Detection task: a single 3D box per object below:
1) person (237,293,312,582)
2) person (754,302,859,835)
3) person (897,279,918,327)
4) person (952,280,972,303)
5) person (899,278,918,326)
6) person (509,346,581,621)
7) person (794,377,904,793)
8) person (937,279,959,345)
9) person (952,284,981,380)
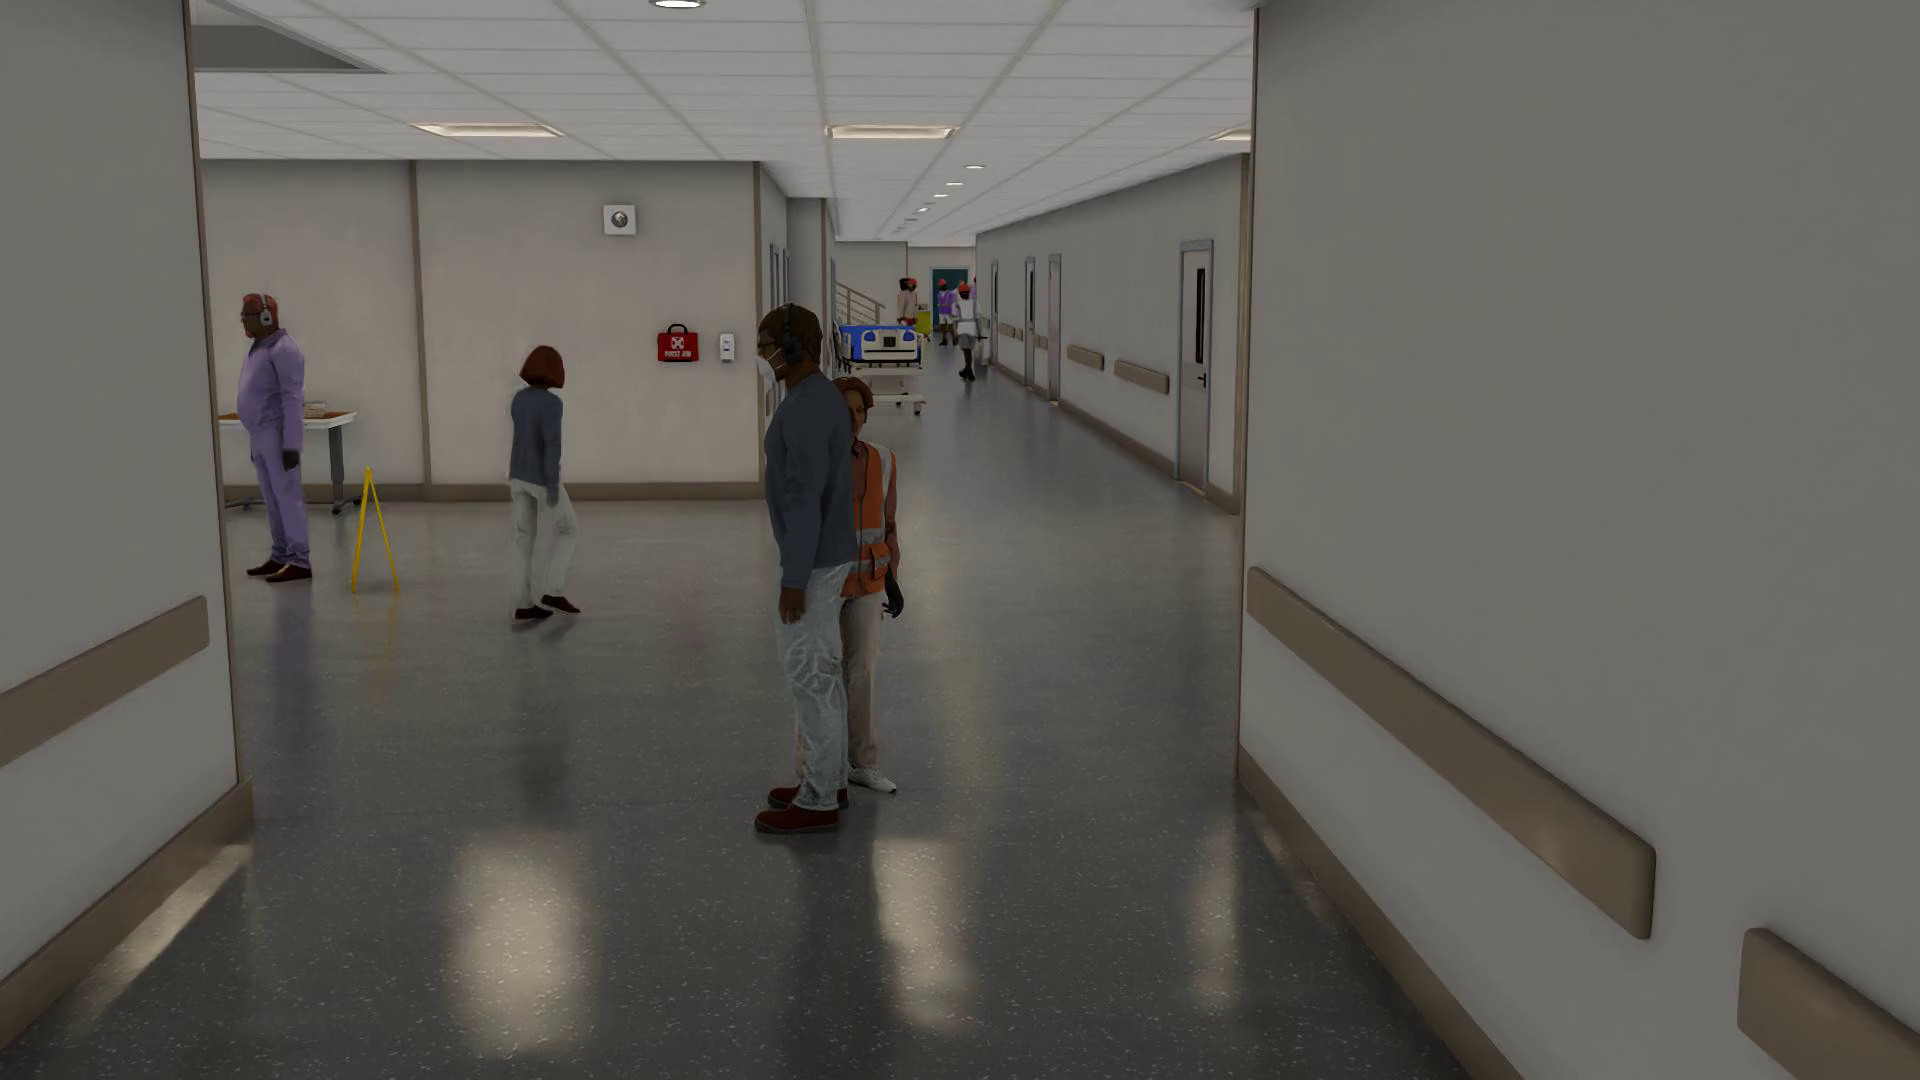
[{"bbox_3d":[-4.581,-0.681,11.057,0.401,1.905,0.652,-8,12,-41],"label":"person"},{"bbox_3d":[-0.565,0.100,6.106,0.386,1.927,0.636,0,9,-1],"label":"person"},{"bbox_3d":[-1.401,-5.948,44.026,0.551,1.934,0.373,1,9,9],"label":"person"},{"bbox_3d":[0.098,-7.521,54.134,0.657,1.853,0.977,-3,10,-18],"label":"person"},{"bbox_3d":[-1.413,-5.708,42.521,0.650,1.943,0.658,5,10,29],"label":"person"},{"bbox_3d":[-2.466,-0.327,9.758,0.491,1.609,0.485,7,11,37],"label":"person"},{"bbox_3d":[-0.450,0.192,6.404,0.514,1.641,0.309,-7,11,-36],"label":"person"},{"bbox_3d":[-0.364,-6.562,48.009,0.606,1.905,0.630,6,11,35],"label":"person"},{"bbox_3d":[0.139,-4.020,32.227,0.540,1.865,1.023,-2,9,-10],"label":"person"}]
